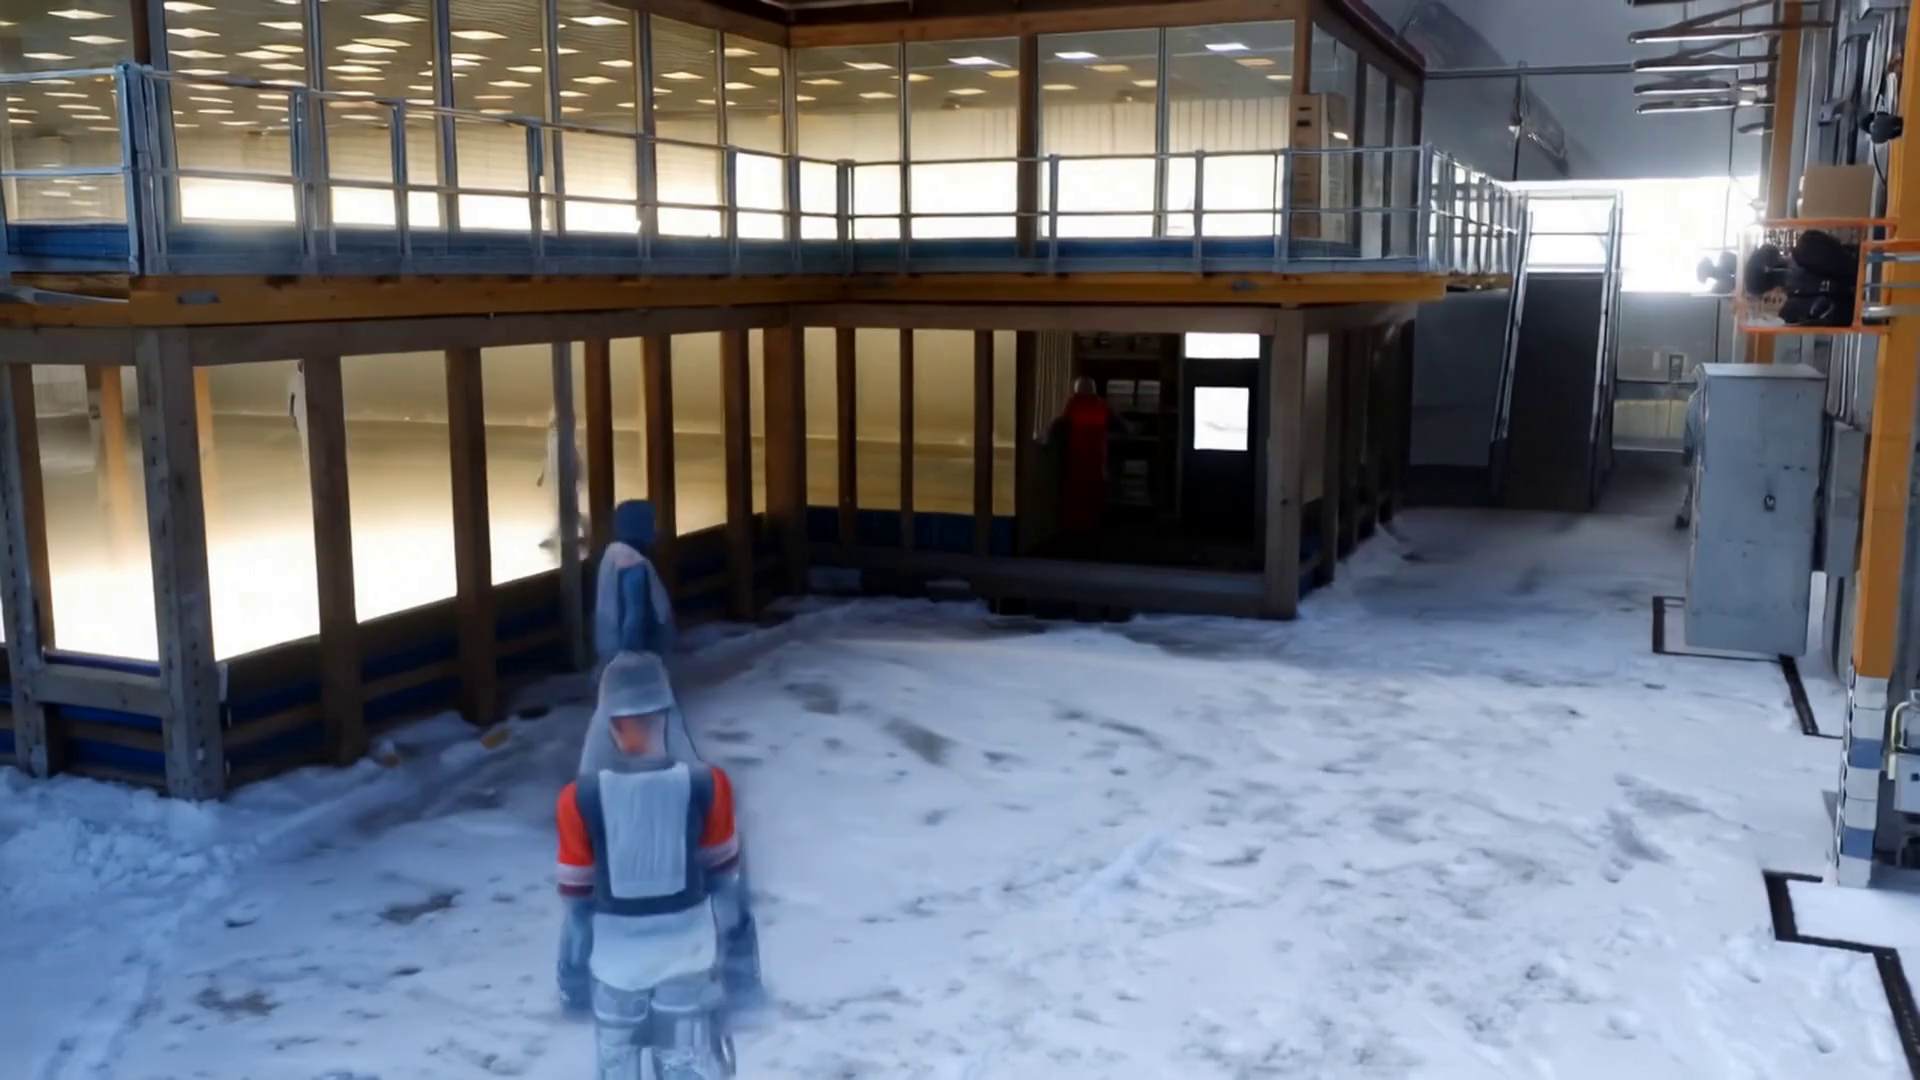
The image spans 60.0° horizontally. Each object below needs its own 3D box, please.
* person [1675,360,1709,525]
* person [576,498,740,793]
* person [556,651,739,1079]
[{"bbox_3d":[8.913,-1.161,20.002,0.611,1.985,0.415,-4,10,-25],"label":"person"},{"bbox_3d":[-1.776,0.653,9.394,0.947,1.789,0.652,-3,10,-15],"label":"person"},{"bbox_3d":[-0.970,1.279,5.244,0.546,1.889,0.942,-1,9,-9],"label":"person"}]
